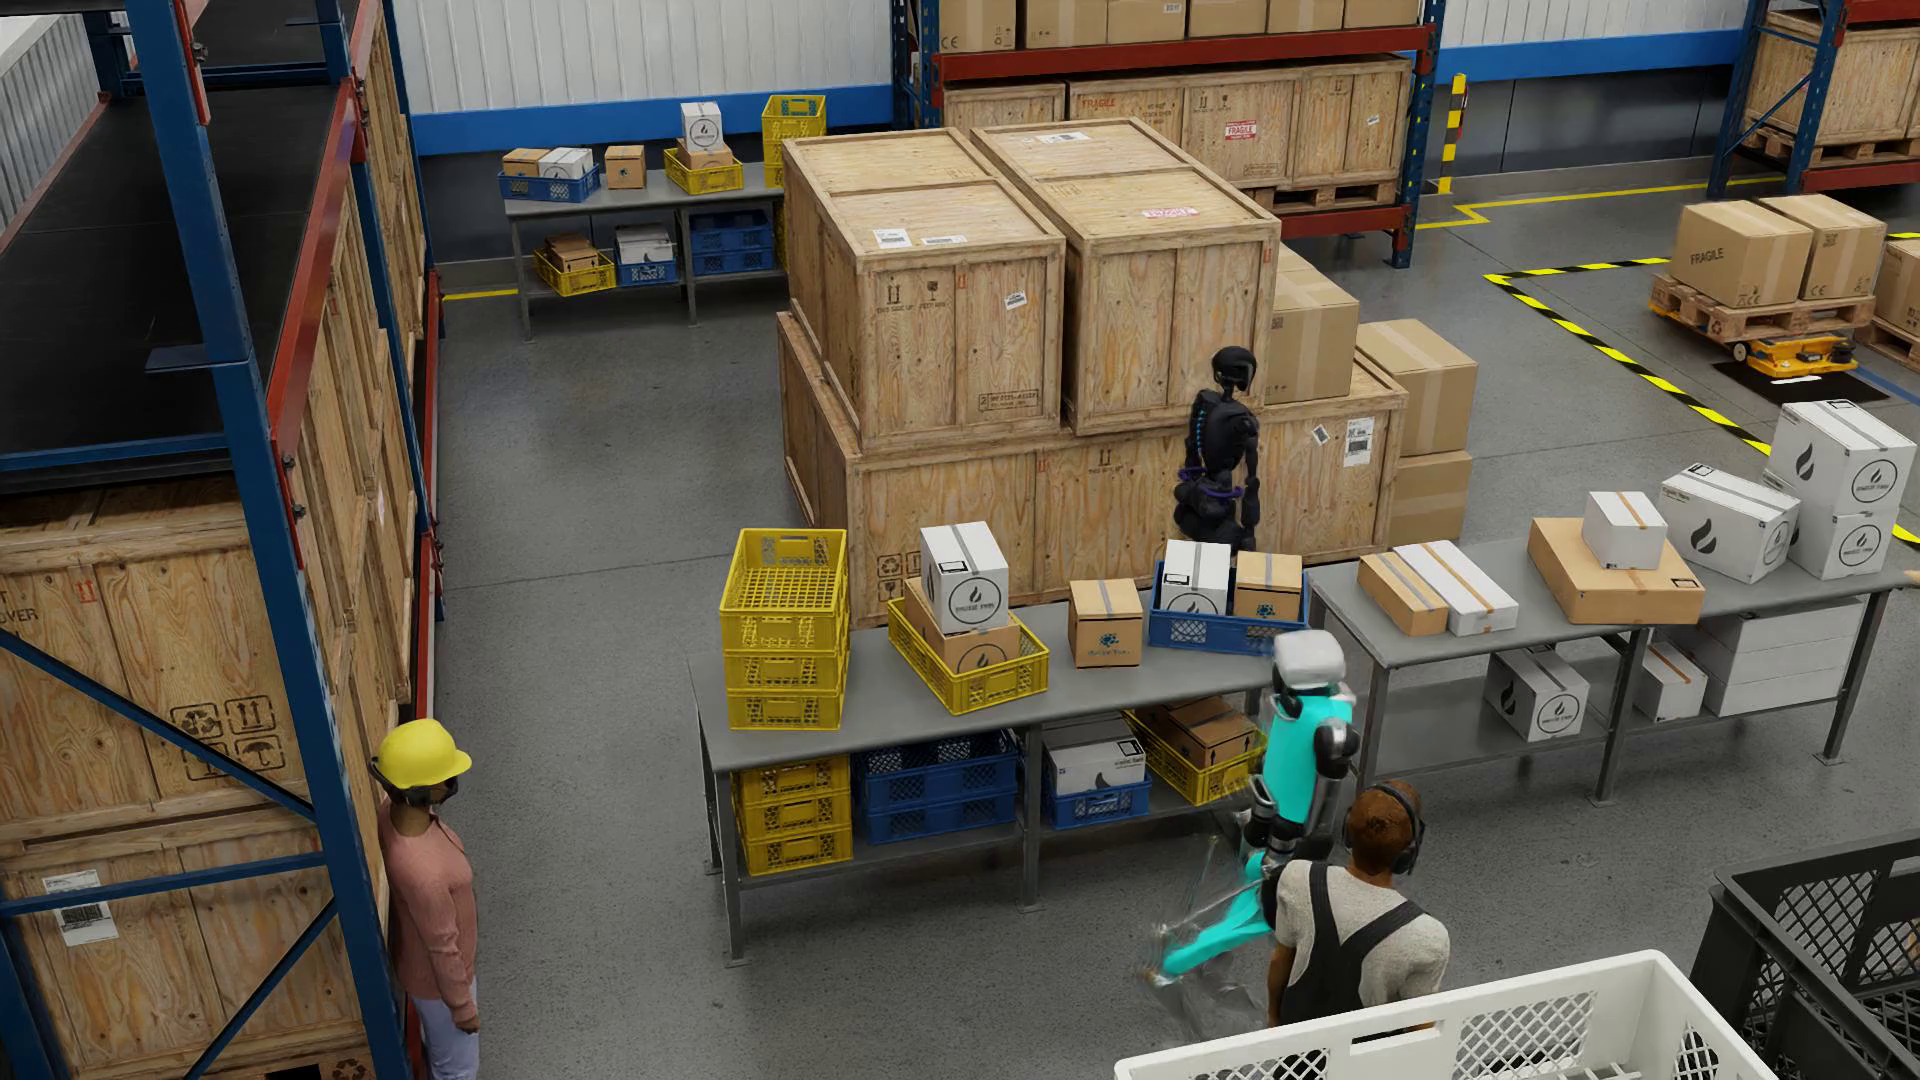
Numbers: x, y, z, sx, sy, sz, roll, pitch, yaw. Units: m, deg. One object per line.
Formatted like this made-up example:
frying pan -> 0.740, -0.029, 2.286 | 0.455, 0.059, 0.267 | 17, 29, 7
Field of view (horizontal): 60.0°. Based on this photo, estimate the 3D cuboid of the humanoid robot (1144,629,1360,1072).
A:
humanoid robot -> 0.916, 1.133, 5.572 | 0.873, 1.794, 0.569 | -4, 29, -7

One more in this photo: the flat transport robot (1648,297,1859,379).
flat transport robot -> 5.642, -1.534, 11.872 | 0.652, 0.197, 1.431 | -7, 30, -13

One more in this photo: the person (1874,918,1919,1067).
person -> 2.795, 1.545, 4.607 | 0.564, 1.914, 0.568 | -19, 34, -31

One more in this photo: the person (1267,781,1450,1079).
person -> 1.110, 1.474, 4.823 | 0.502, 1.836, 0.332 | 19, 34, 31

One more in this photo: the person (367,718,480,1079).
person -> -1.594, 1.309, 5.198 | 0.334, 1.760, 0.522 | -13, 31, -22

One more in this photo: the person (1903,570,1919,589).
person -> 5.182, -0.552, 8.285 | 0.386, 2.039, 0.611 | 1, 29, 2

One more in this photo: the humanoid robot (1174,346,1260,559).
humanoid robot -> 1.248, -0.150, 7.932 | 0.550, 1.638, 0.590 | -14, 32, -24
